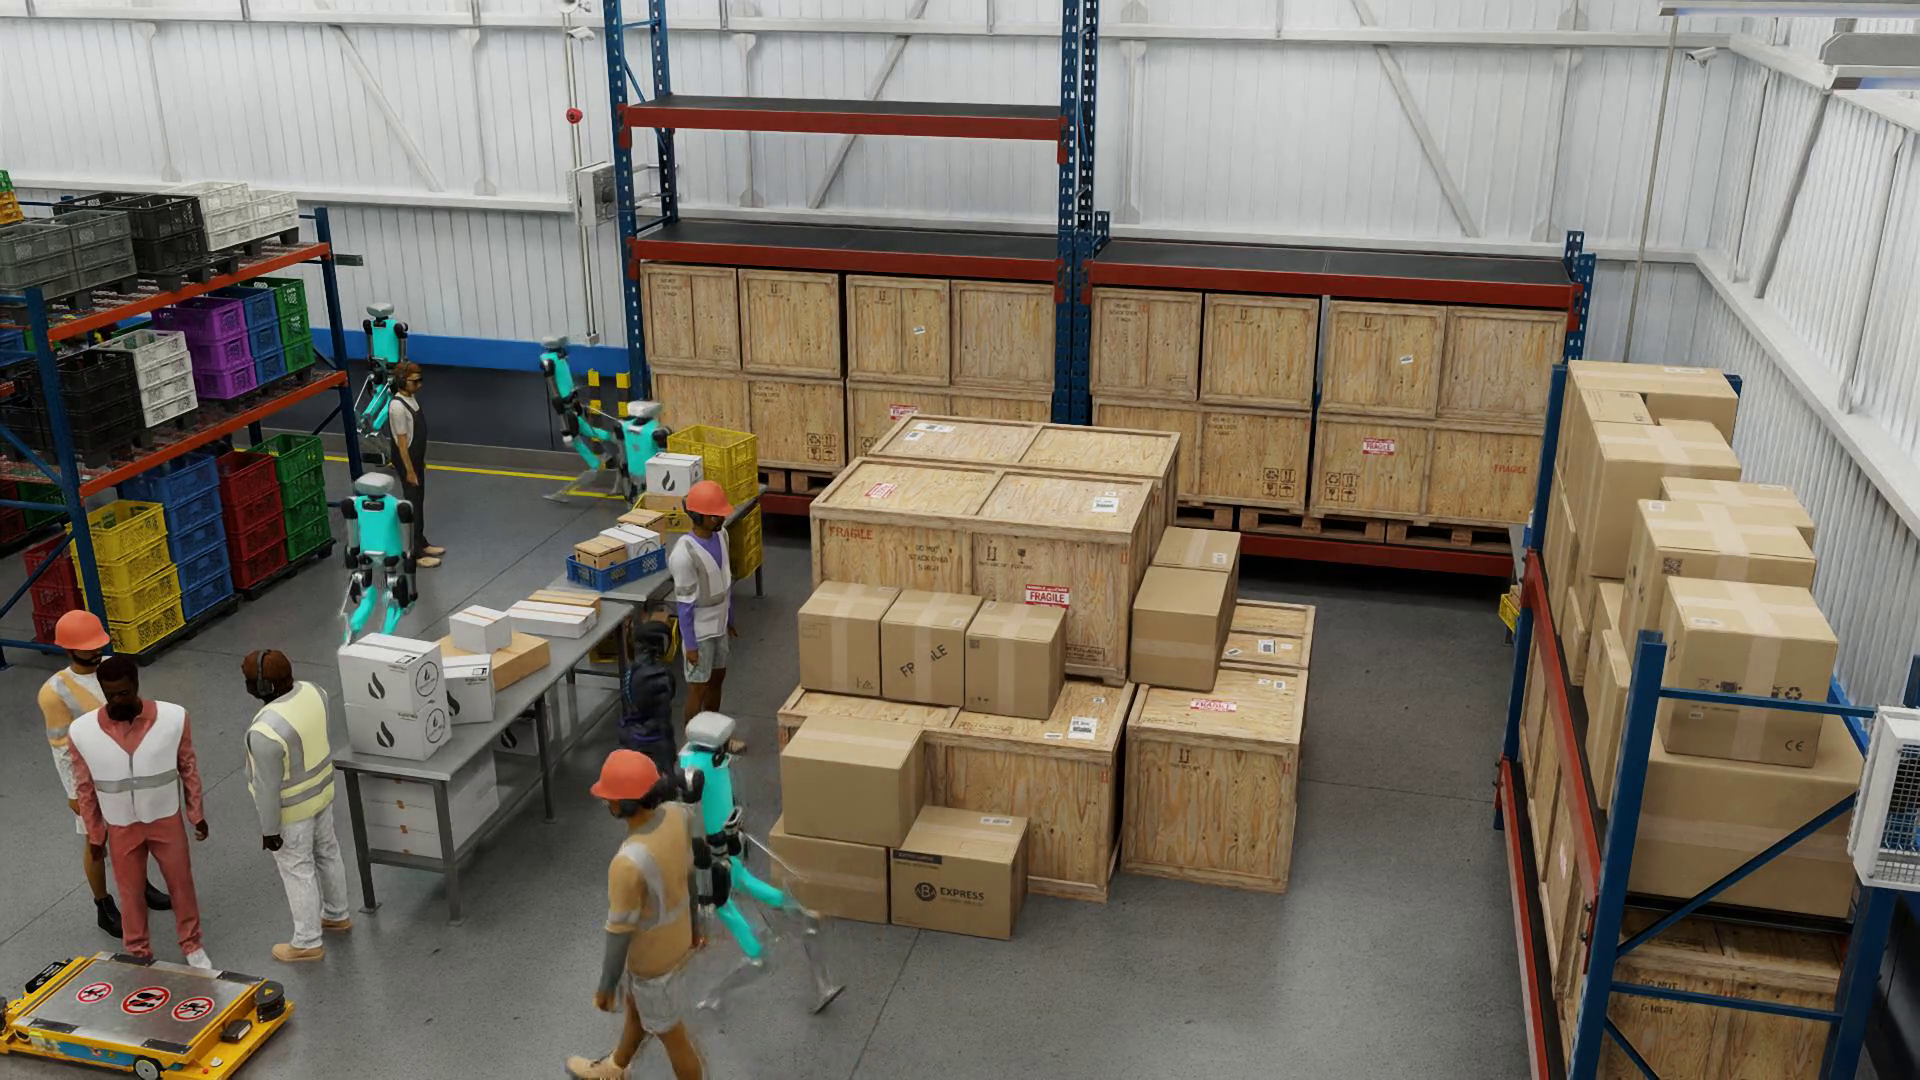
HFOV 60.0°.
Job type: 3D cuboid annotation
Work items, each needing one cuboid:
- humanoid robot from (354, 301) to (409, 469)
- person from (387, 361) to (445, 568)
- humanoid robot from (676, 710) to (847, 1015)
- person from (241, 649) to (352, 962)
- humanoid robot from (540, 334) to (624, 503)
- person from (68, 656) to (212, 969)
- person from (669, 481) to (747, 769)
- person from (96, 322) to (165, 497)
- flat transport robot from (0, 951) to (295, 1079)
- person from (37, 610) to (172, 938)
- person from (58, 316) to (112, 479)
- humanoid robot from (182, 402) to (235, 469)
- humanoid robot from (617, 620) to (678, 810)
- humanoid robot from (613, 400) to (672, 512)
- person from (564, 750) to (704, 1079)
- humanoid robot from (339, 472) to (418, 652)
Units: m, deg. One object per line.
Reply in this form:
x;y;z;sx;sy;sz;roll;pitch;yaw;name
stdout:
-5.901;-1.522;16.783;0.533;1.677;0.735;10;23;24;humanoid robot
-4.796;-0.667;14.593;0.344;1.839;0.507;-3;21;-7;person
-0.962;1.727;8.530;0.989;1.781;0.530;3;21;9;humanoid robot
-3.646;1.439;9.095;0.429;1.837;0.622;3;21;8;person
-3.533;-1.115;15.951;1.039;1.734;0.530;1;21;3;humanoid robot
-4.334;1.484;8.853;0.587;1.920;0.397;-10;23;-24;person
-1.662;0.573;11.088;0.399;2.035;0.599;9;23;22;person
-8.003;-1.179;15.904;0.337;1.863;0.591;13;24;31;person
-4.270;2.464;8.601;1.431;0.231;0.659;5;22;13;flat transport robot
-4.791;1.287;9.342;0.357;1.939;0.542;8;22;19;person
-8.779;-1.414;16.692;0.478;1.733;0.333;-3;21;-8;person
-7.002;-0.921;15.481;0.611;1.643;0.335;9;23;21;humanoid robot
-1.836;1.251;9.813;0.387;1.636;0.622;-13;25;-31;humanoid robot
-2.453;-0.430;14.180;0.555;1.770;1.018;10;23;24;humanoid robot
-1.557;1.871;7.721;0.913;2.005;0.640;5;21;13;person
-4.211;0.453;11.877;0.542;1.771;1.038;2;21;6;humanoid robot
